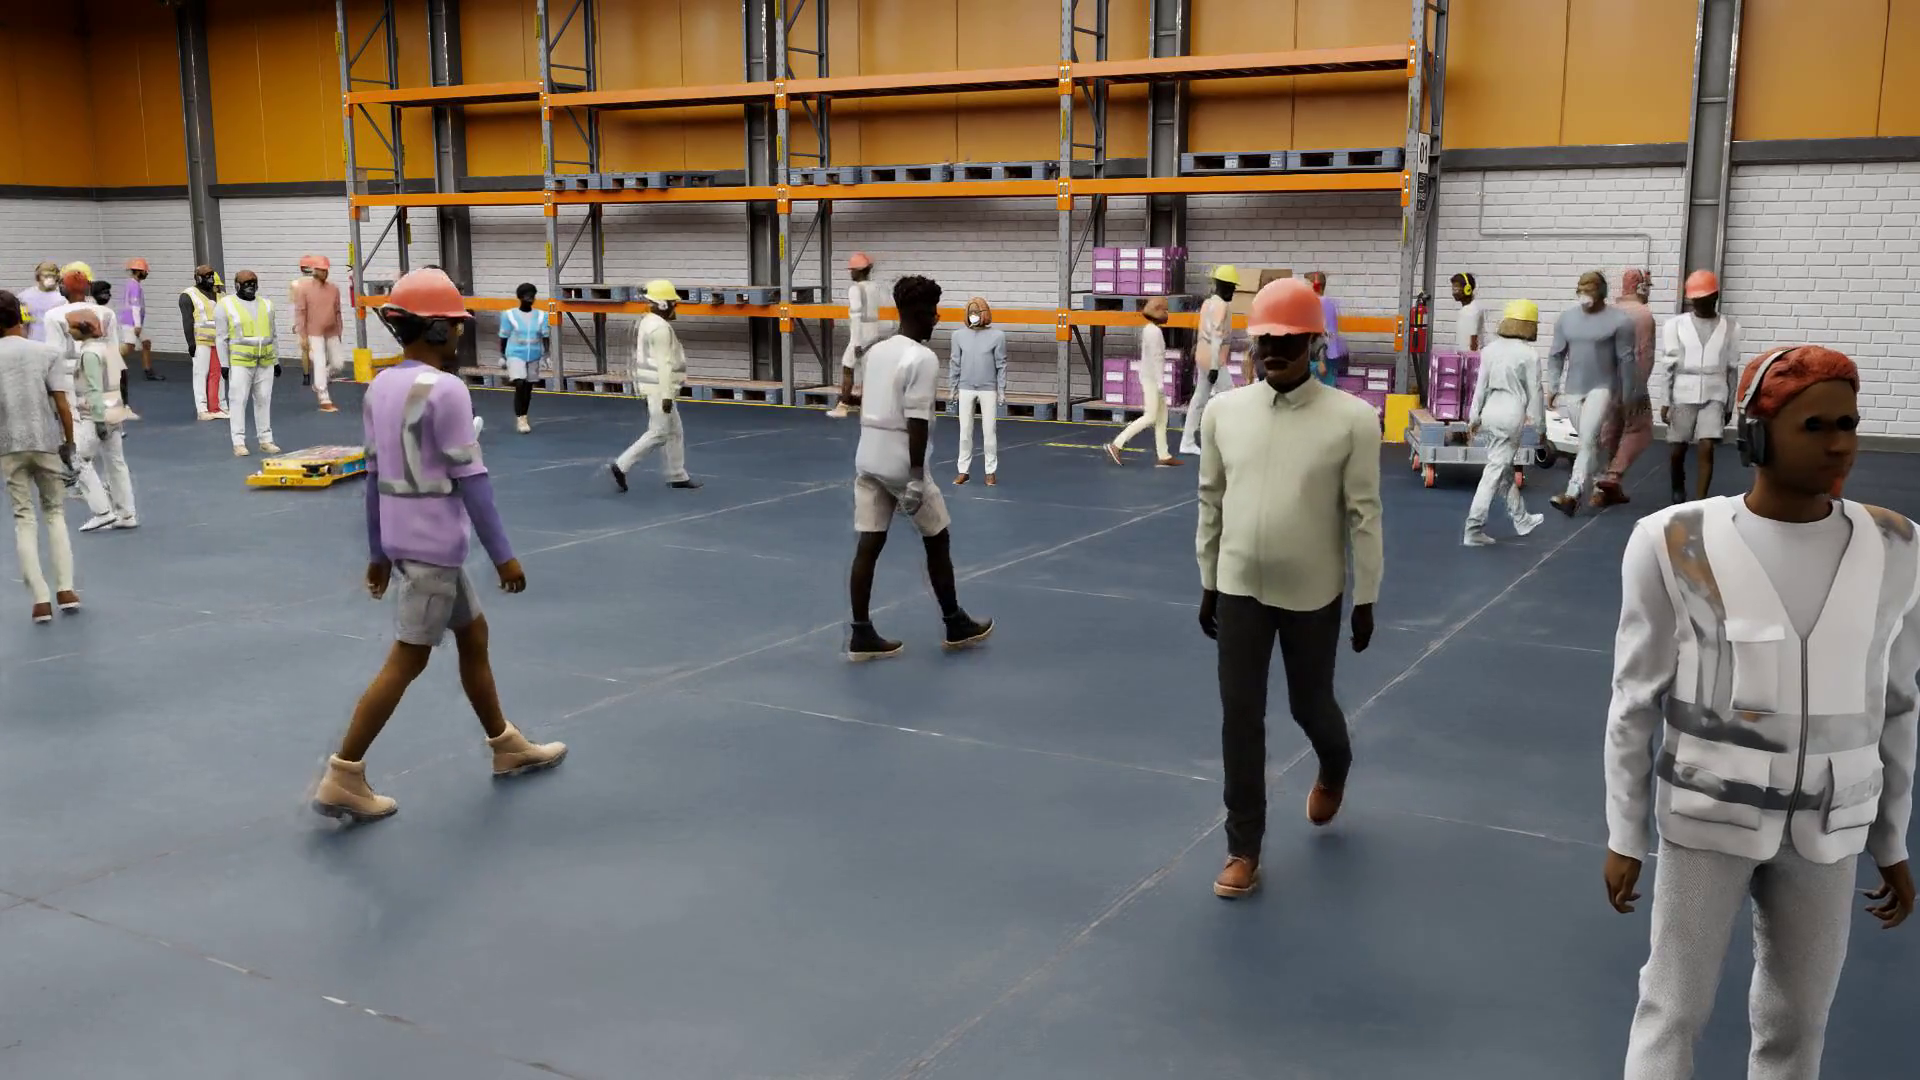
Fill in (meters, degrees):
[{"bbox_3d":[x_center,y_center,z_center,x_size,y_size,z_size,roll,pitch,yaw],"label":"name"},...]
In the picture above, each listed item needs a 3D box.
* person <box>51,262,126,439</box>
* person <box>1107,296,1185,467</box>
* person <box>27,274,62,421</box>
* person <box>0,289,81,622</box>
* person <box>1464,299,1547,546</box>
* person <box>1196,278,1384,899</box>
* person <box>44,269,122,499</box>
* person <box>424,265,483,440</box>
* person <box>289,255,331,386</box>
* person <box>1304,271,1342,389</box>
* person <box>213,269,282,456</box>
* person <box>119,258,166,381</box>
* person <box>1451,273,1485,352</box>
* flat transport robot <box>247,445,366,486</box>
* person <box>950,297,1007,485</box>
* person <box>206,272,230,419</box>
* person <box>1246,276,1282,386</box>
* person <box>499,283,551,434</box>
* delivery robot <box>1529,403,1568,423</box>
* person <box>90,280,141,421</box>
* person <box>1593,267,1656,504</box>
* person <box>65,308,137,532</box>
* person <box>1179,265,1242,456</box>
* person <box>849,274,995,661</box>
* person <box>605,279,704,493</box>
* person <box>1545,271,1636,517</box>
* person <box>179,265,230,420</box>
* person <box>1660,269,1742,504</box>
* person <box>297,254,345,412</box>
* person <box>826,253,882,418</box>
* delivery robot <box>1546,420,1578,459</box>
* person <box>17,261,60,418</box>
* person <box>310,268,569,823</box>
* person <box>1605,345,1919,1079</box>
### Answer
[{"bbox_3d":[-9.042,-1.926,17.297,0.799,1.893,0.613,1,10,7],"label":"person"},{"bbox_3d":[1.743,-1.474,15.548,0.694,1.605,0.531,0,10,1],"label":"person"},{"bbox_3d":[-10.781,-2.356,19.841,0.672,1.852,0.971,-4,11,-23],"label":"person"},{"bbox_3d":[-5.190,-0.465,9.220,0.533,1.829,0.582,-6,12,-30],"label":"person"},{"bbox_3d":[3.864,-0.815,11.559,0.876,1.691,0.503,-5,11,-26],"label":"person"},{"bbox_3d":[1.089,0.128,5.480,0.622,1.972,0.823,5,11,27],"label":"person"},{"bbox_3d":[-7.189,-1.275,13.671,0.338,1.876,0.583,8,13,37],"label":"person"},{"bbox_3d":[-5.432,-1.943,17.462,0.843,1.883,0.624,5,11,28],"label":"person"},{"bbox_3d":[-9.662,-3.259,24.742,0.550,1.935,0.376,-4,11,-20],"label":"person"},{"bbox_3d":[3.634,-1.888,17.371,0.895,1.802,0.573,4,11,23],"label":"person"},{"bbox_3d":[-7.043,-1.758,16.521,0.429,1.839,0.634,8,13,39],"label":"person"},{"bbox_3d":[-12.664,-3.344,25.345,0.854,1.897,0.555,-4,11,-24],"label":"person"},{"bbox_3d":[5.070,-1.731,16.432,0.965,1.817,0.564,0,10,0],"label":"person"},{"bbox_3d":[-5.675,-0.673,14.815,0.652,0.197,1.431,1,10,6],"label":"flat transport robot"},{"bbox_3d":[0.156,-1.283,14.414,0.504,1.631,0.282,2,10,14],"label":"person"},{"bbox_3d":[-8.973,-2.337,20.005,0.327,1.767,0.533,-9,13,-40],"label":"person"},{"bbox_3d":[2.917,-1.535,15.414,0.991,1.796,0.505,-8,13,-37],"label":"person"},{"bbox_3d":[-4.829,-2.020,18.477,0.552,1.664,0.642,-7,12,-36],"label":"person"},{"bbox_3d":[5.643,-1.080,16.051,0.477,0.478,0.707,-1,10,-4],"label":"delivery robot"},{"bbox_3d":[-9.946,-2.186,19.409,0.682,1.664,0.547,3,10,15],"label":"person"},{"bbox_3d":[5.317,-1.217,13.284,0.415,1.896,0.692,-1,10,-8],"label":"person"},{"bbox_3d":[-6.265,-0.857,12.043,0.488,1.622,0.532,-3,10,-15],"label":"person"},{"bbox_3d":[2.616,-1.755,16.392,0.974,1.870,0.606,-1,10,-6],"label":"person"},{"bbox_3d":[-0.221,-0.366,8.430,0.916,1.906,0.615,-9,13,-40],"label":"person"},{"bbox_3d":[-2.570,-1.270,13.872,0.787,1.809,0.602,-4,11,-20],"label":"person"},{"bbox_3d":[4.871,-1.140,12.912,1.072,1.874,0.620,-8,13,-38],"label":"person"},{"bbox_3d":[-8.979,-2.358,19.909,0.429,1.846,0.625,5,11,26],"label":"person"},{"bbox_3d":[5.552,-1.083,12.517,0.545,1.908,0.763,3,11,19],"label":"person"},{"bbox_3d":[-8.054,-2.603,20.922,0.566,1.981,0.620,7,12,36],"label":"person"},{"bbox_3d":[-1.115,-2.420,19.842,1.032,1.999,0.624,6,12,29],"label":"person"},{"bbox_3d":[5.729,-0.951,15.320,0.477,0.478,0.707,-3,11,-19],"label":"delivery robot"},{"bbox_3d":[-9.808,-2.049,17.956,0.661,1.917,0.588,-5,11,-26],"label":"person"},{"bbox_3d":[-1.970,0.009,6.111,1.062,1.997,0.613,-8,13,-39],"label":"person"},{"bbox_3d":[1.547,0.569,3.219,0.581,1.881,0.344,1,10,5],"label":"person"}]
